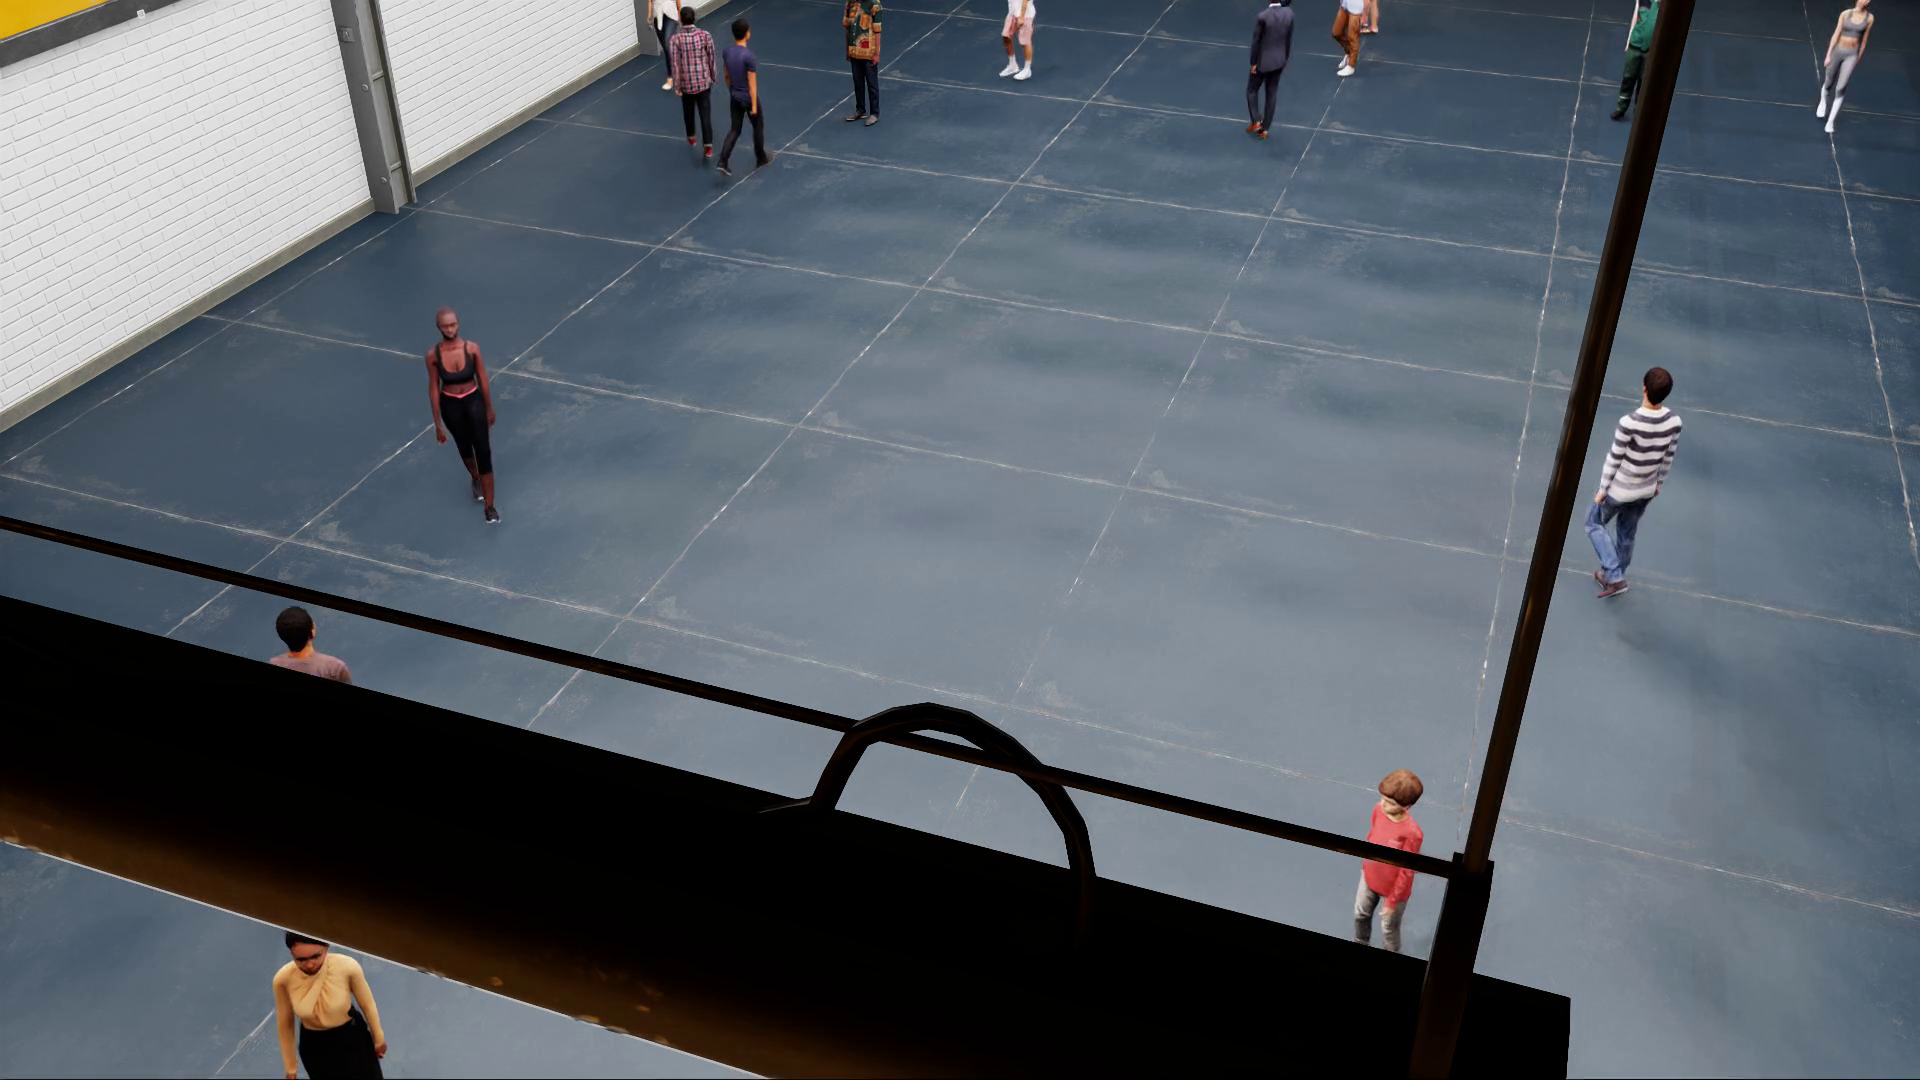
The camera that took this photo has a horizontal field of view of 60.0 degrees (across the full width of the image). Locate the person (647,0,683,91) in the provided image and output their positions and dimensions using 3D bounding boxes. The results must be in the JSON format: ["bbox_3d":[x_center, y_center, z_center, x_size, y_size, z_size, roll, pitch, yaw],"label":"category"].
[{"bbox_3d":[-3.805,-6.829,21.672,0.602,1.756,1.050,10,35,15],"label":"person"}]

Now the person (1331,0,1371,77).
[{"bbox_3d":[5.270,-7.070,21.984,0.887,1.813,0.843,-19,38,-26],"label":"person"}]

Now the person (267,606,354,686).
[{"bbox_3d":[-3.707,1.191,9.605,0.733,1.758,0.804,4,34,6],"label":"person"}]

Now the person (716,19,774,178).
[{"bbox_3d":[-2.528,-4.961,18.867,0.803,1.751,1.194,19,38,26],"label":"person"}]

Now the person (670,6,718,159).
[{"bbox_3d":[-3.069,-5.309,19.410,1.098,1.729,1.256,-8,34,-12],"label":"person"}]

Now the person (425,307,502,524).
[{"bbox_3d":[-3.883,-1.040,12.996,1.049,1.720,1.194,-10,35,-15],"label":"person"}]

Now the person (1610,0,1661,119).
[{"bbox_3d":[8.453,-6.087,20.480,0.679,1.840,0.642,18,38,25],"label":"person"}]

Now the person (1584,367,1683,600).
[{"bbox_3d":[4.800,-0.327,11.814,0.853,1.840,0.924,-6,34,-9],"label":"person"}]

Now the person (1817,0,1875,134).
[{"bbox_3d":[10.797,-5.904,20.362,0.630,1.666,1.144,15,36,21],"label":"person"}]

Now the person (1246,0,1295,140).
[{"bbox_3d":[3.725,-5.683,19.902,0.809,1.807,0.818,-6,34,-9],"label":"person"}]

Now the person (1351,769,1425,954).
[{"bbox_3d":[2.338,1.821,8.970,0.683,1.413,0.631,-18,38,-25],"label":"person"}]

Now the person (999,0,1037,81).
[{"bbox_3d":[0.879,-6.941,21.829,0.814,1.771,0.778,-25,41,-32],"label":"person"}]

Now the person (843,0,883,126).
[{"bbox_3d":[-1.176,-6.036,20.434,0.763,1.807,0.741,20,39,27],"label":"person"}]

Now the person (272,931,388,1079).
[{"bbox_3d":[-2.956,2.386,7.903,0.696,1.652,0.726,-5,34,-8],"label":"person"}]
